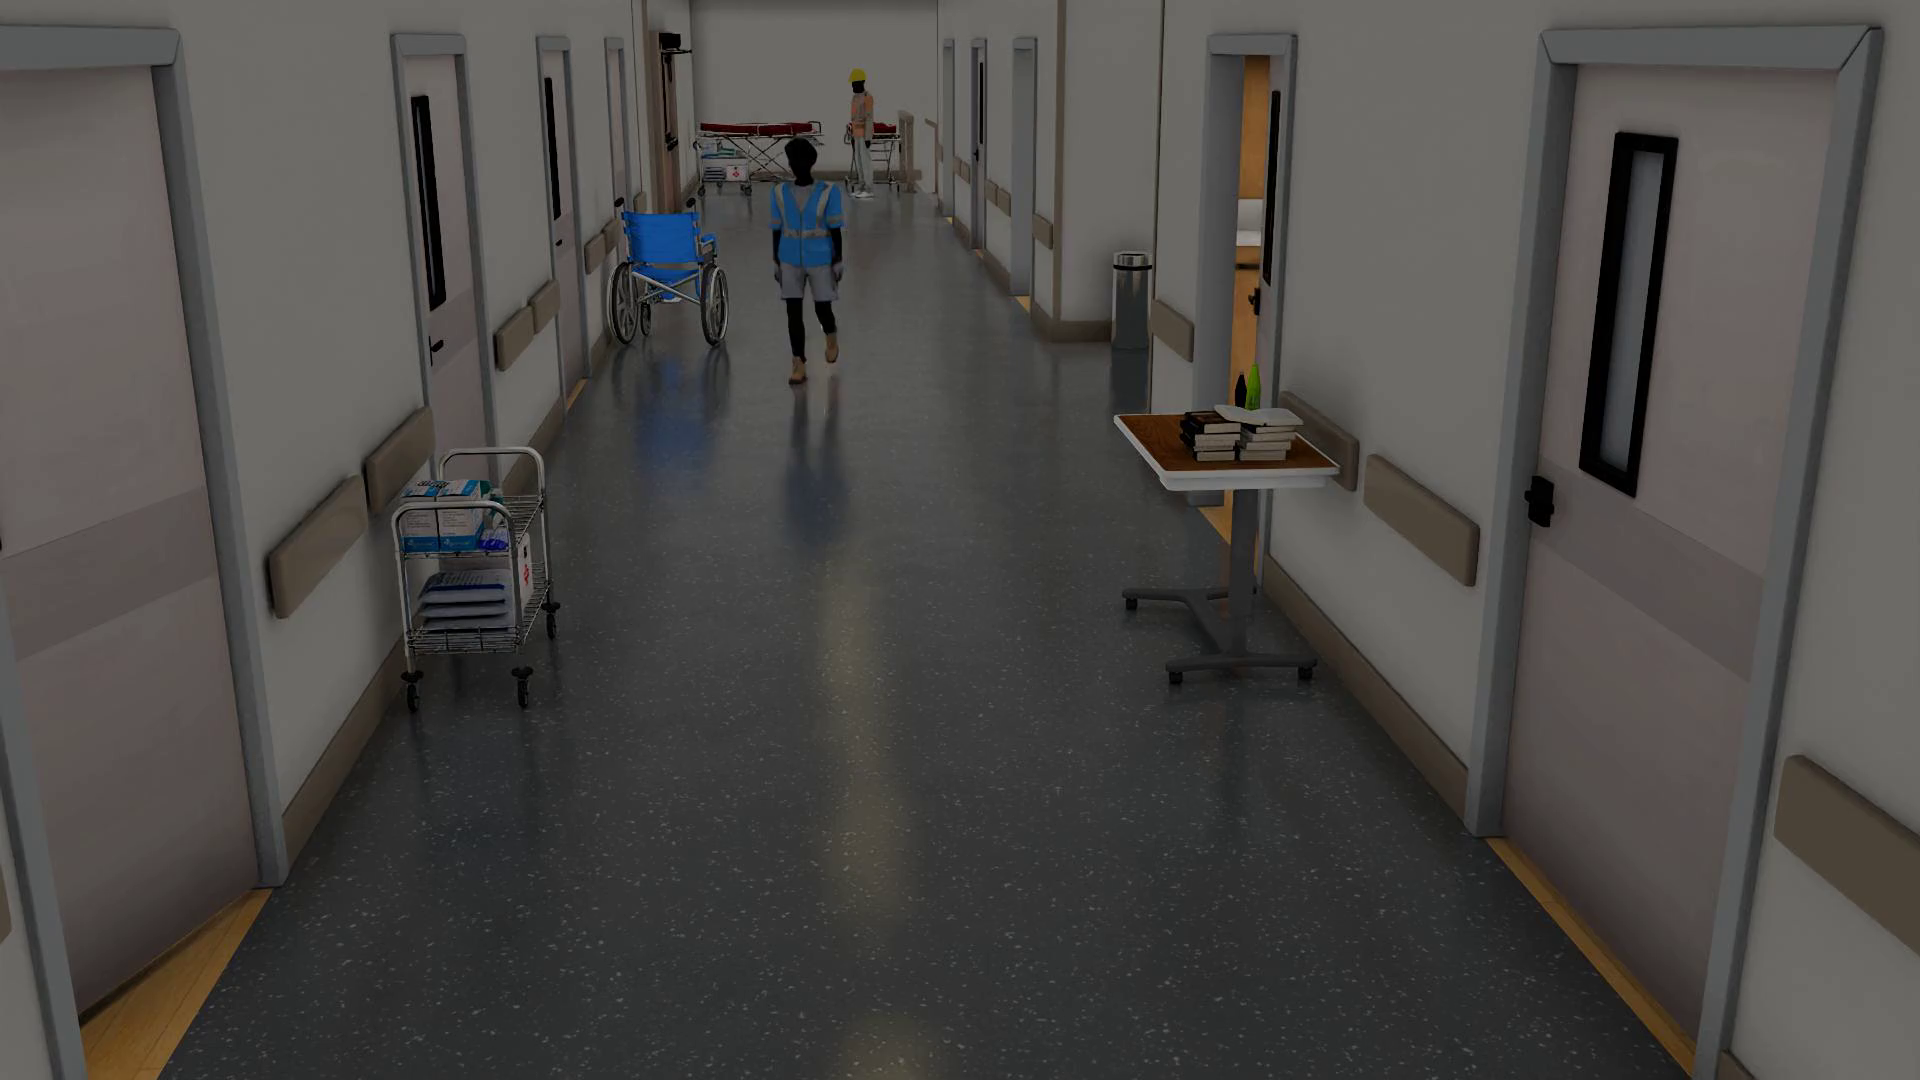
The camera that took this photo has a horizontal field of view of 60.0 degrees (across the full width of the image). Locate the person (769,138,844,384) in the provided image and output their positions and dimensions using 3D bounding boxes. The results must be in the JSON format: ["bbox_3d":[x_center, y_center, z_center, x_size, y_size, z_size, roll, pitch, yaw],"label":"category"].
[{"bbox_3d":[-1.055,-1.956,11.601,0.538,1.674,0.606,3,17,9],"label":"person"}]

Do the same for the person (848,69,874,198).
[{"bbox_3d":[-1.511,-6.187,25.339,0.399,1.918,0.587,-8,18,-25],"label":"person"}]
